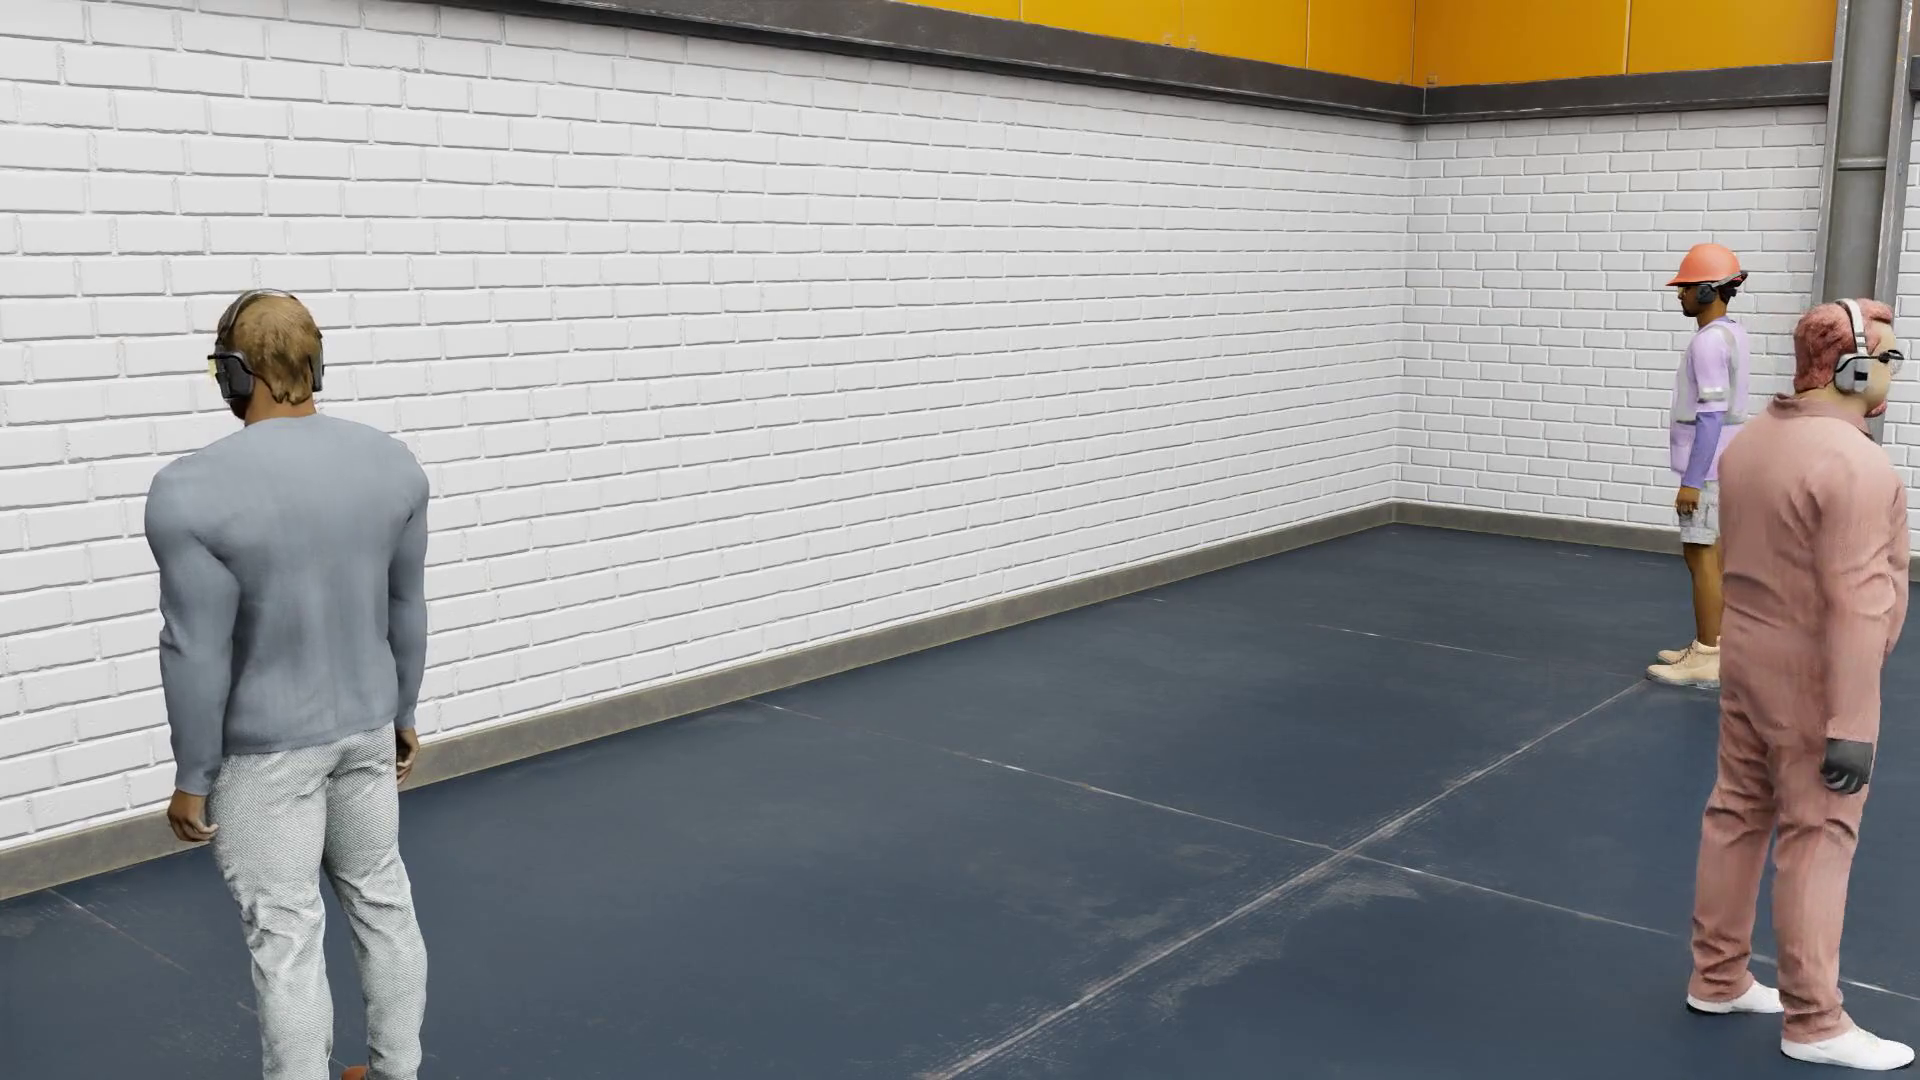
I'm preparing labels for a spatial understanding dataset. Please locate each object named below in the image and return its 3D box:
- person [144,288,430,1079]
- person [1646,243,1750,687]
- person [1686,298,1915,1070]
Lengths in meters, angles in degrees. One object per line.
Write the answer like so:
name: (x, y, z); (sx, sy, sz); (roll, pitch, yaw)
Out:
person: (-1.425, 0.434, 3.601); (0.372, 1.940, 0.632); (6, 12, 33)
person: (3.422, -0.342, 7.721); (0.393, 2.041, 0.613); (6, 12, 32)
person: (2.133, 0.353, 4.171); (0.400, 1.905, 0.649); (0, 10, -2)
